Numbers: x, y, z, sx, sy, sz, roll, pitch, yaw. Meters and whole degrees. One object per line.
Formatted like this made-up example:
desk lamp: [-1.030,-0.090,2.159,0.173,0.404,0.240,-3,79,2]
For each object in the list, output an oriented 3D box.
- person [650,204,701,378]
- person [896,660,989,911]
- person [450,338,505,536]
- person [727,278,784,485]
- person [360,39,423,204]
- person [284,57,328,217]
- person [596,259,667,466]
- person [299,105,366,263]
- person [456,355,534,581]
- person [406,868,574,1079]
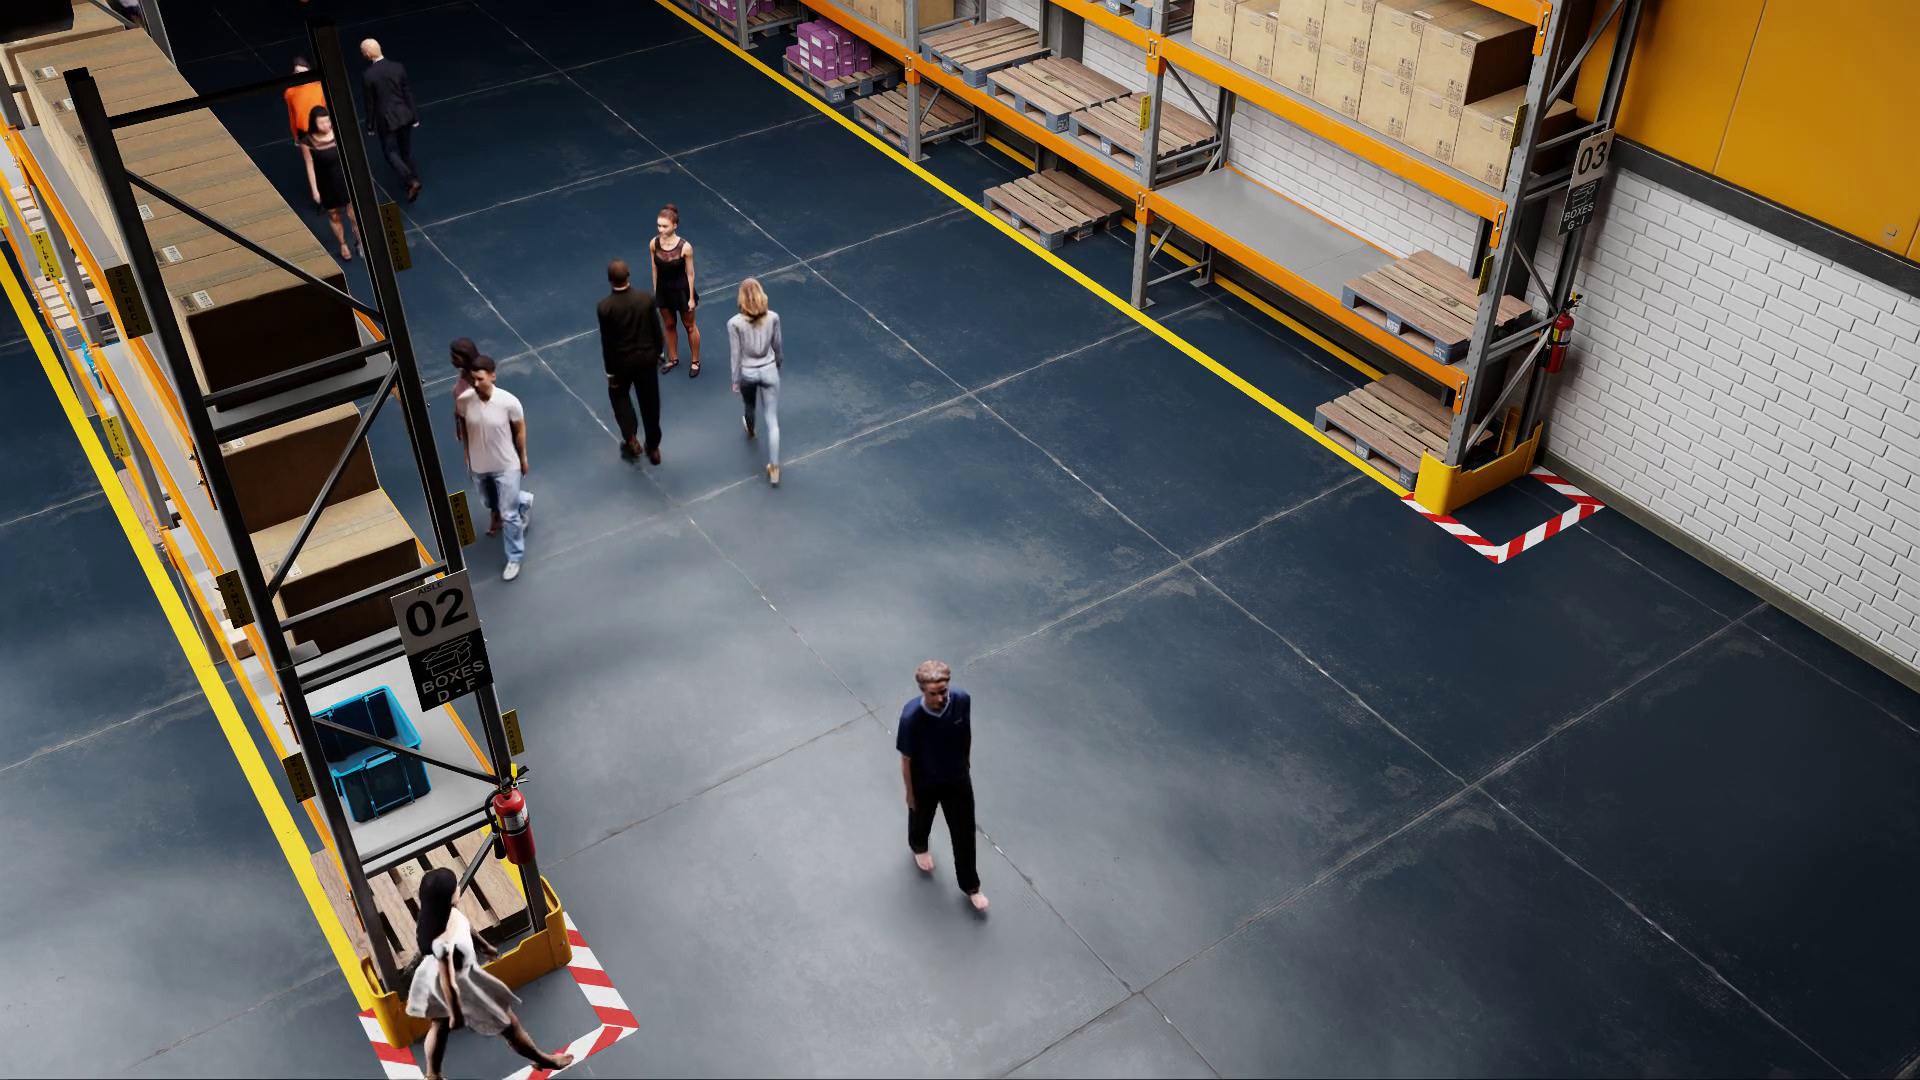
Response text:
person: [-2.589,-2.268,15.151,0.670,1.673,0.740,10,40,12]
person: [-0.189,1.412,10.411,0.789,1.838,1.041,-16,41,-19]
person: [-3.719,-0.855,13.279,0.698,1.801,0.543,-21,43,-24]
person: [-1.664,-1.289,13.871,0.905,1.742,1.243,-10,40,-12]
person: [-6.052,-4.470,17.827,0.815,1.775,1.007,-30,47,-32]
person: [-6.826,-4.338,17.697,0.857,1.731,0.954,0,39,0]
person: [-2.702,-1.440,13.939,0.778,1.892,0.749,-14,41,-17]
person: [-6.349,-3.613,16.813,0.660,1.702,0.643,-22,43,-25]
person: [-3.603,-0.649,12.989,1.117,1.841,1.137,9,39,11]
person: [-2.845,2.501,9.135,0.837,1.728,1.065,-15,41,-18]
